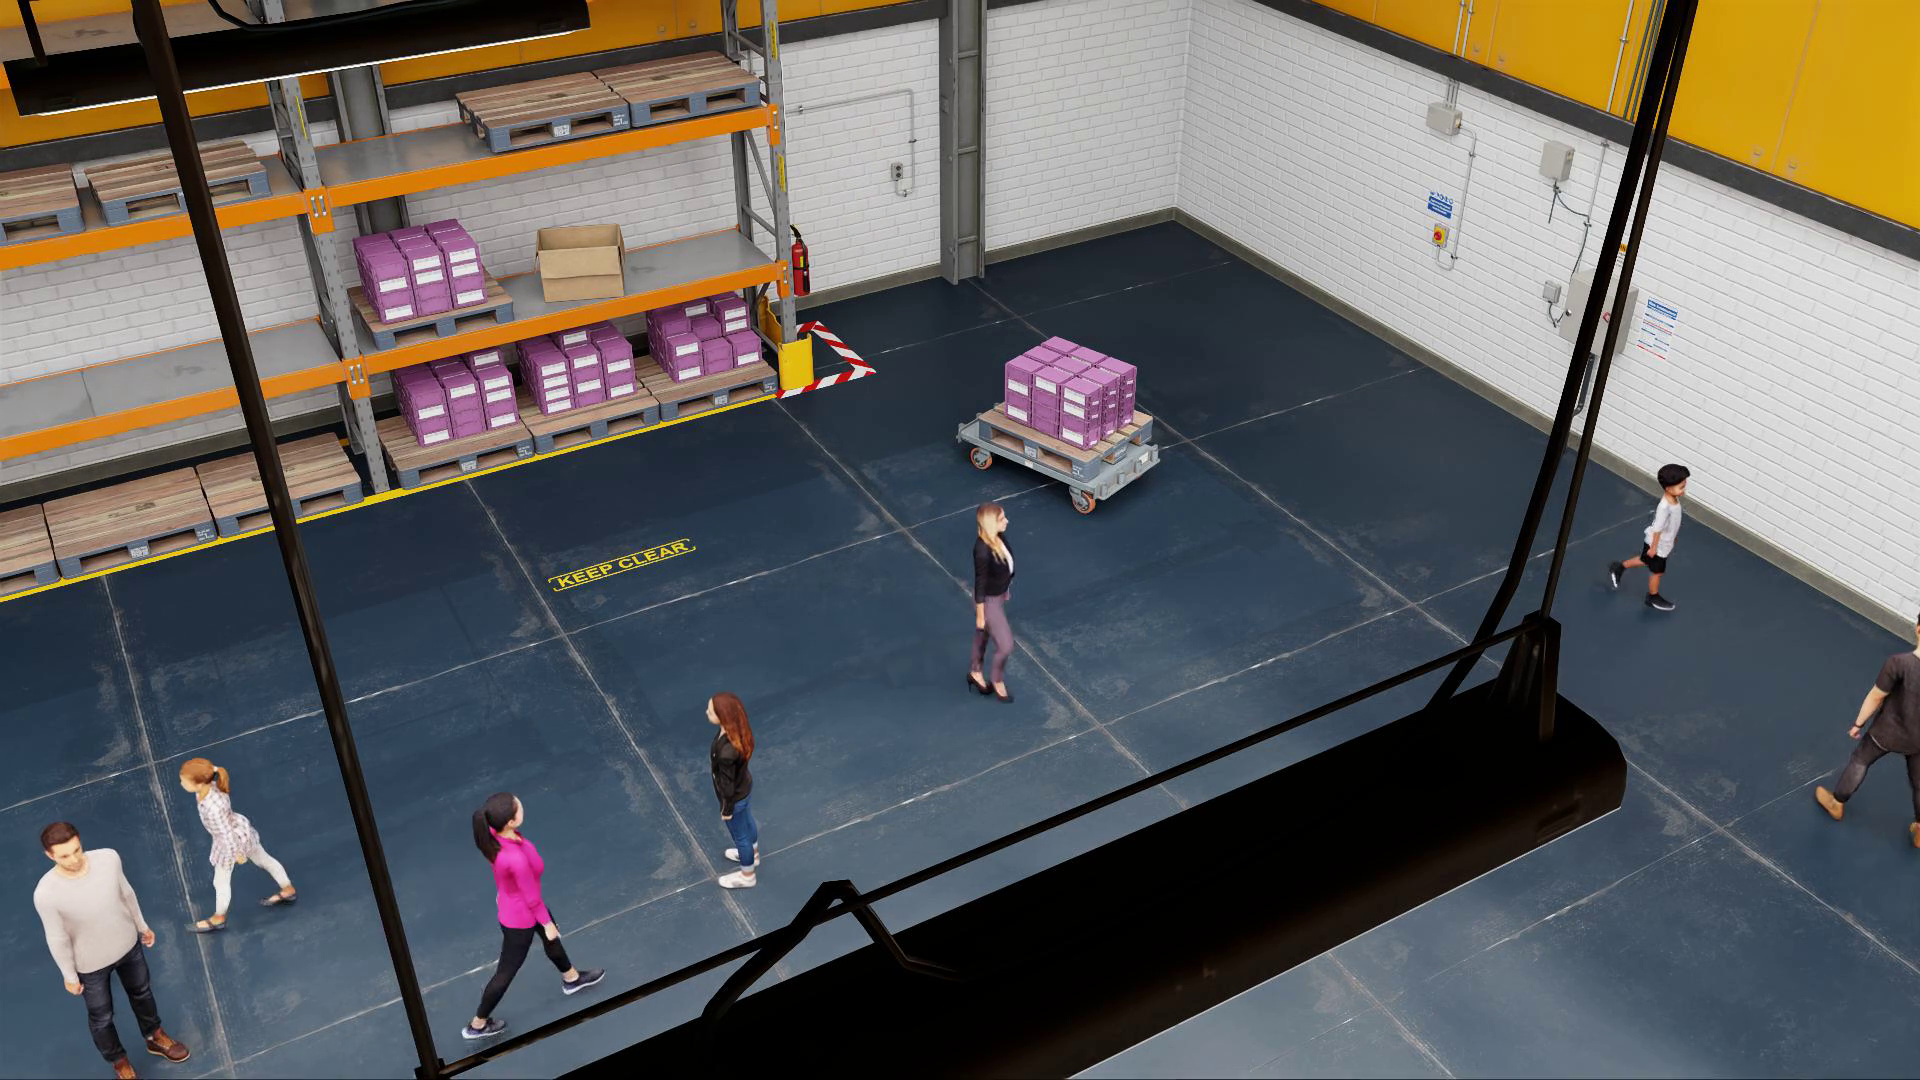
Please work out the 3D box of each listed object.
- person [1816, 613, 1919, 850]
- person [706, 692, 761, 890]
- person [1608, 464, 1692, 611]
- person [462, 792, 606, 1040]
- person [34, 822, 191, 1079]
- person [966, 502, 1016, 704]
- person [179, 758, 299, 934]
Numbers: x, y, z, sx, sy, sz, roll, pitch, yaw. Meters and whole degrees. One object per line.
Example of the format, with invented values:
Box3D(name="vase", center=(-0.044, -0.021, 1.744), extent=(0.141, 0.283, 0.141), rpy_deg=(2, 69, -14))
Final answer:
Box3D(name="person", center=(6.061, 1.193, 10.720), extent=(0.933, 1.684, 0.989), rpy_deg=(9, 35, 13))
Box3D(name="person", center=(-1.396, 1.541, 10.379), extent=(0.653, 1.482, 0.635), rpy_deg=(1, 34, 1))
Box3D(name="person", center=(5.408, -0.049, 12.983), extent=(0.751, 1.249, 0.804), rpy_deg=(21, 39, 28))
Box3D(name="person", center=(-2.550, 2.136, 9.322), extent=(1.103, 1.661, 0.614), rpy_deg=(-21, 39, -28))
Box3D(name="person", center=(-4.635, 2.220, 9.013), extent=(0.802, 1.865, 0.662), rpy_deg=(20, 38, 27))
Box3D(name="person", center=(0.126, 0.440, 11.874), extent=(0.785, 1.661, 0.732), rpy_deg=(7, 34, 10))
Box3D(name="person", center=(-4.383, 1.817, 10.157), extent=(0.905, 1.269, 0.628), rpy_deg=(-10, 35, -15))
